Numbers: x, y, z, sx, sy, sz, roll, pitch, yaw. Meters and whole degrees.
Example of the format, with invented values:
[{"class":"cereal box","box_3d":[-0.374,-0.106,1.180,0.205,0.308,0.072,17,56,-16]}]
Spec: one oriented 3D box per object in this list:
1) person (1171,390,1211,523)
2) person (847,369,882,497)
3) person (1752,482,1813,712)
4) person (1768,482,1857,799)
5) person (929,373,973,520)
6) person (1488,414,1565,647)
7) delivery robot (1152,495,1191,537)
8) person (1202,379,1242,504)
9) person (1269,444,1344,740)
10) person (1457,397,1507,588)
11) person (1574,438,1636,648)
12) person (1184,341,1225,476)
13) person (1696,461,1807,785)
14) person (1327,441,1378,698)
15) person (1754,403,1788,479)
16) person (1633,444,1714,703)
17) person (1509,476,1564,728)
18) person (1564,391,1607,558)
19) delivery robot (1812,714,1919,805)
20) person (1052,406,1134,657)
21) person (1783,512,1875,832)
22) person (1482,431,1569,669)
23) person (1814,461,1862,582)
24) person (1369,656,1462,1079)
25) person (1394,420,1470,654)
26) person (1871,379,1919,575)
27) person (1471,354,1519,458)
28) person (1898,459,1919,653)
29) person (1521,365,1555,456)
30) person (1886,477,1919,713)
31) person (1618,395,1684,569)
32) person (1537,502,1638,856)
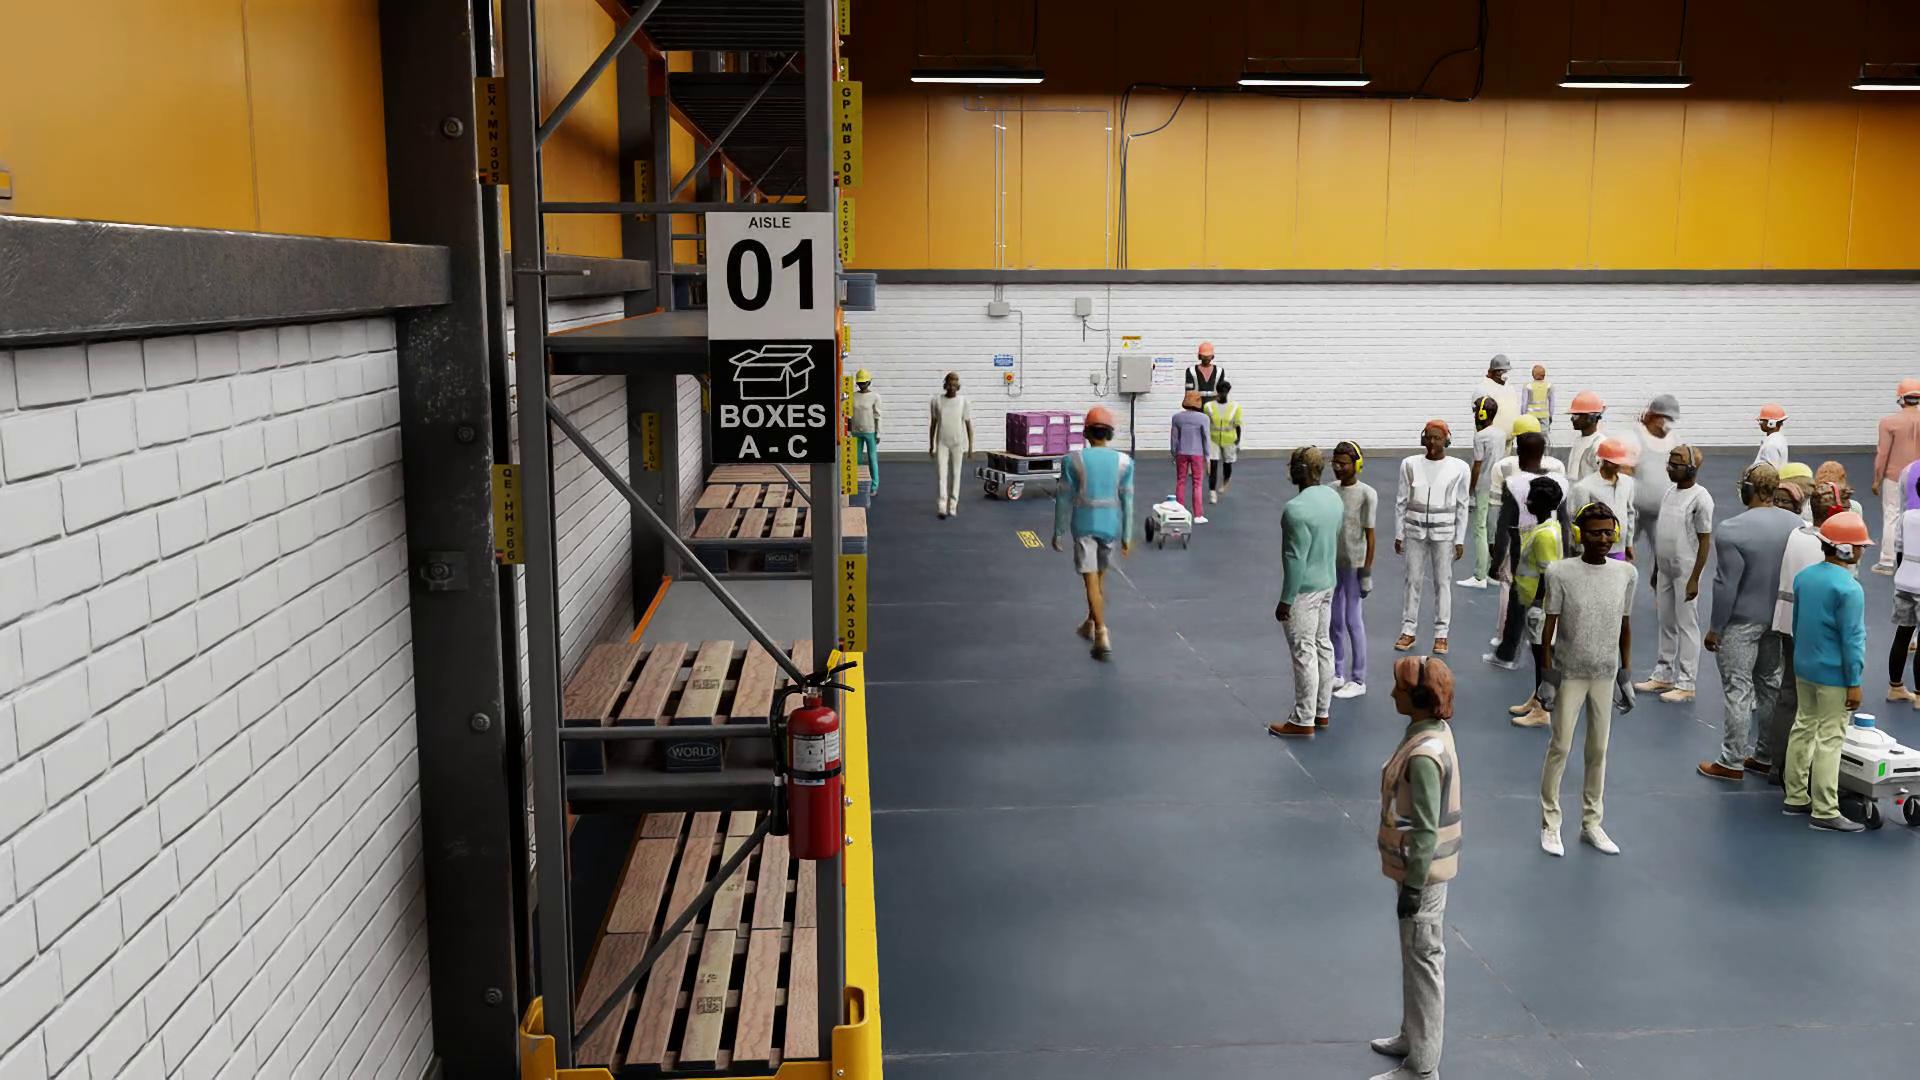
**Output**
[{"class":"person","box_3d":[2.827,-1.019,20.387,0.506,1.632,0.268,5,10,27]},{"class":"person","box_3d":[-1.320,-1.471,22.850,0.524,1.761,0.338,4,10,22]},{"class":"person","box_3d":[5.585,0.417,11.348,0.514,1.642,0.314,8,12,40]},{"class":"person","box_3d":[4.966,0.578,9.698,0.373,1.843,0.572,-2,9,-11]},{"class":"person","box_3d":[-0.112,-1.163,20.727,0.536,1.809,0.792,0,9,-2]},{"class":"person","box_3d":[4.552,-0.053,13.437,0.586,1.918,0.395,1,9,4]},{"class":"delivery robot","box_3d":[2.377,-0.258,18.694,0.477,0.478,0.707,0,9,-3]},{"class":"person","box_3d":[3.481,-1.334,22.250,0.548,1.665,0.674,1,9,6]},{"class":"person","box_3d":[2.270,0.338,10.913,0.371,1.941,0.627,7,11,37]},{"class":"person","box_3d":[5.102,-0.460,16.179,0.510,1.862,0.327,-8,12,-42]},{"class":"person","box_3d":[5.220,0.035,13.448,0.577,1.736,0.355,-3,10,-20]},{"class":"person","box_3d":[3.694,-1.973,25.104,0.614,2.038,0.396,-1,9,-4]},{"class":"person","box_3d":[4.722,0.494,9.935,0.631,1.940,0.372,-3,10,-21]},{"class":"person","box_3d":[2.775,0.207,11.998,0.330,1.860,0.516,-5,10,-28]},{"class":"person","box_3d":[8.124,-0.499,16.748,0.330,1.751,0.563,5,10,29]},{"class":"person","box_3d":[5.112,0.235,11.852,0.345,1.846,0.508,-2,9,-13]},{"class":"person","box_3d":[3.897,0.414,11.195,0.318,1.697,0.533,3,9,17]},{"class":"person","box_3d":[5.350,-0.256,14.316,0.374,2.042,0.615,0,9,1]},{"class":"delivery robot","box_3d":[5.084,1.226,9.378,0.477,0.478,0.707,-2,9,-11]},{"class":"person","box_3d":[1.101,-0.075,13.430,0.626,1.998,1.077,-3,9,-16]},{"class":"person","box_3d":[4.789,0.712,9.141,0.330,1.751,0.564,-1,9,-4]},{"class":"person","box_3d":[4.333,0.116,12.511,0.581,1.878,0.961,-5,10,-28]},{"class":"person","box_3d":[6.567,0.213,12.655,0.506,1.633,0.279,7,11,36]},{"class":"person","box_3d":[1.711,1.234,6.221,0.306,1.640,0.523,3,9,16]},{"class":"person","box_3d":[3.785,-0.030,13.393,0.575,1.885,0.355,4,10,26]},{"class":"person","box_3d":[9.569,-0.634,16.849,0.623,1.989,0.401,1,9,6]},{"class":"person","box_3d":[6.849,-1.346,21.168,0.673,2.000,0.536,-6,11,-33]},{"class":"person","box_3d":[7.703,0.036,13.147,0.429,1.837,0.628,-2,9,-15]},{"class":"person","box_3d":[8.996,-1.904,25.923,0.512,1.642,0.311,1,9,4]},{"class":"person","box_3d":[6.726,0.349,11.600,0.321,1.697,0.529,-1,9,-7]},{"class":"person","box_3d":[6.212,-0.361,14.984,0.687,2.000,1.076,0,9,-3]},{"class":"person","box_3d":[3.285,0.724,8.707,0.513,1.872,0.328,-1,9,-4]}]
